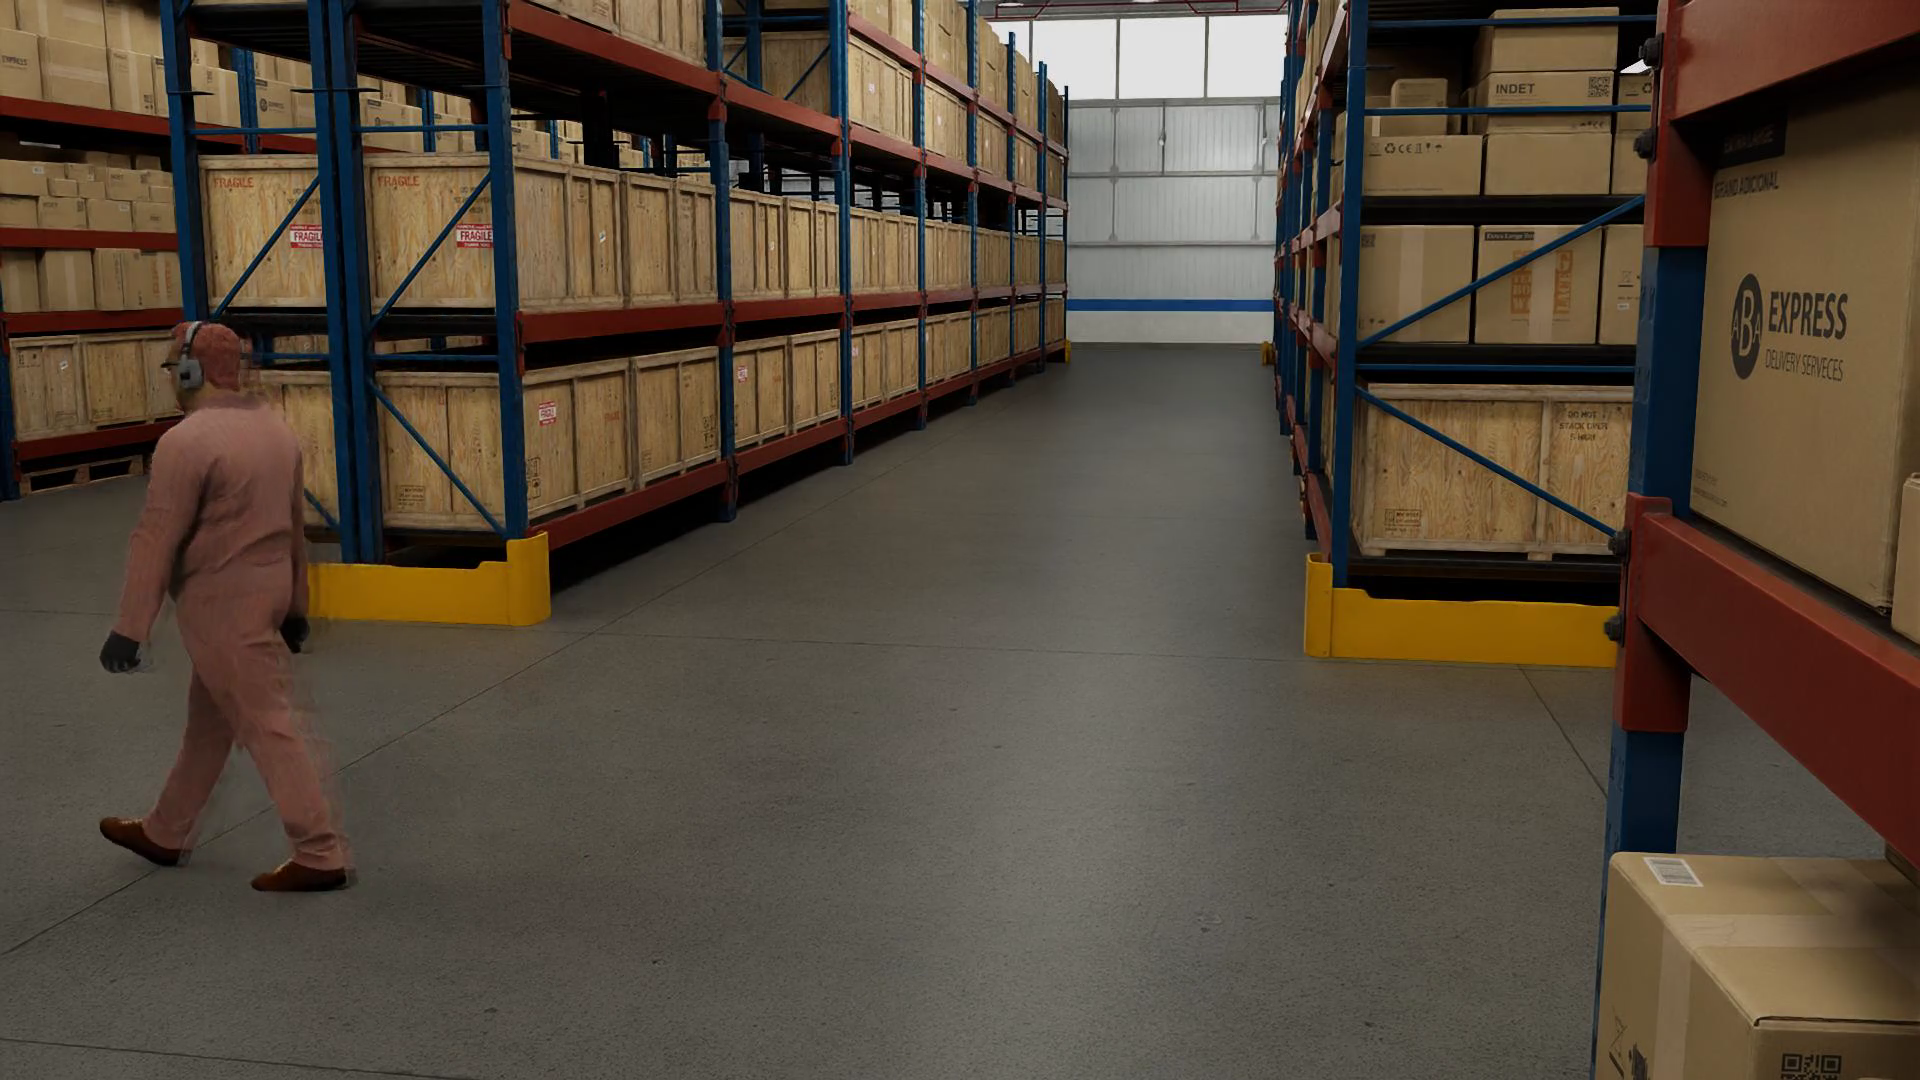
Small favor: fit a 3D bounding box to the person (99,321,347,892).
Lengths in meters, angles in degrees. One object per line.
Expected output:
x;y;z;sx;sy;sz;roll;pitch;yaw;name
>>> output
-2.464;0.230;5.408;0.968;1.856;0.660;1;9;4;person
